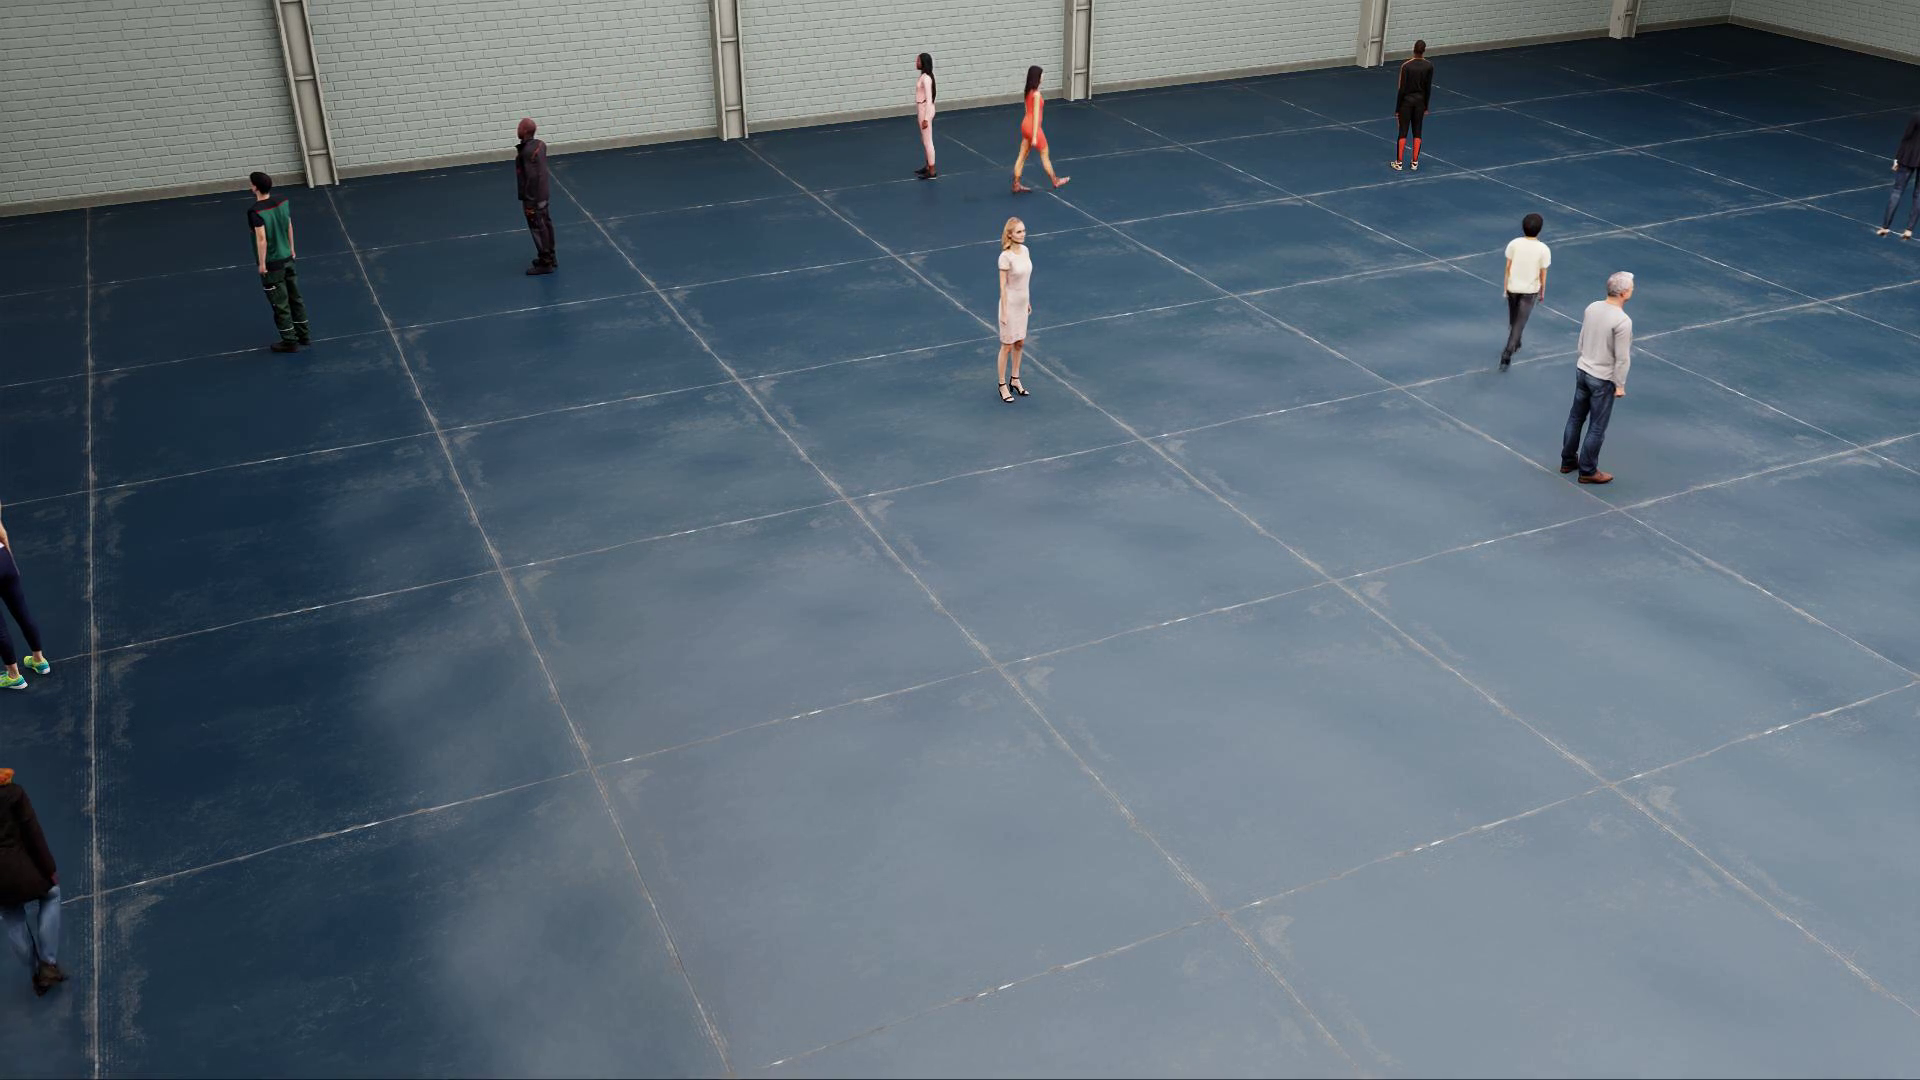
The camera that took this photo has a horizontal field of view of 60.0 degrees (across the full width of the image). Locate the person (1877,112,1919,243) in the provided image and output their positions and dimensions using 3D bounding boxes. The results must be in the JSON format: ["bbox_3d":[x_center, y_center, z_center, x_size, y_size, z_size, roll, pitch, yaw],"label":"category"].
[{"bbox_3d":[10.810,-4.276,18.823,0.824,1.782,0.783,12,30,21],"label":"person"}]

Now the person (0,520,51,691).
[{"bbox_3d":[-6.775,0.250,11.629,0.746,1.702,0.669,13,31,22],"label":"person"}]

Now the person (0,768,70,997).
[{"bbox_3d":[-5.056,1.791,8.815,0.622,1.627,0.746,-6,29,-11],"label":"person"}]

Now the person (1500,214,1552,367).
[{"bbox_3d":[5.727,-2.509,16.973,0.918,1.548,1.092,17,32,29],"label":"person"}]

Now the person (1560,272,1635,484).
[{"bbox_3d":[5.593,-1.430,14.561,0.646,1.910,0.752,-9,29,-17],"label":"person"}]

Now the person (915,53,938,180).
[{"bbox_3d":[-0.476,-5.916,23.187,0.627,1.720,0.682,-3,28,-6],"label":"person"}]

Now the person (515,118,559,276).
[{"bbox_3d":[-4.984,-4.063,19.595,0.767,1.826,0.786,1,28,2],"label":"person"}]

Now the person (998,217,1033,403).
[{"bbox_3d":[0.516,-2.254,16.194,0.693,1.830,0.557,23,36,37],"label":"person"}]

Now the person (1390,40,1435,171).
[{"bbox_3d":[6.413,-6.171,23.573,0.598,1.808,0.753,-2,28,-3],"label":"person"}]

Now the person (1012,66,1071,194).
[{"bbox_3d":[0.886,-5.492,22.431,1.022,1.683,0.611,-12,30,-21],"label":"person"}]

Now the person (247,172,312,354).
[{"bbox_3d":[-7.132,-2.910,17.351,0.803,1.900,0.758,8,29,15],"label":"person"}]
